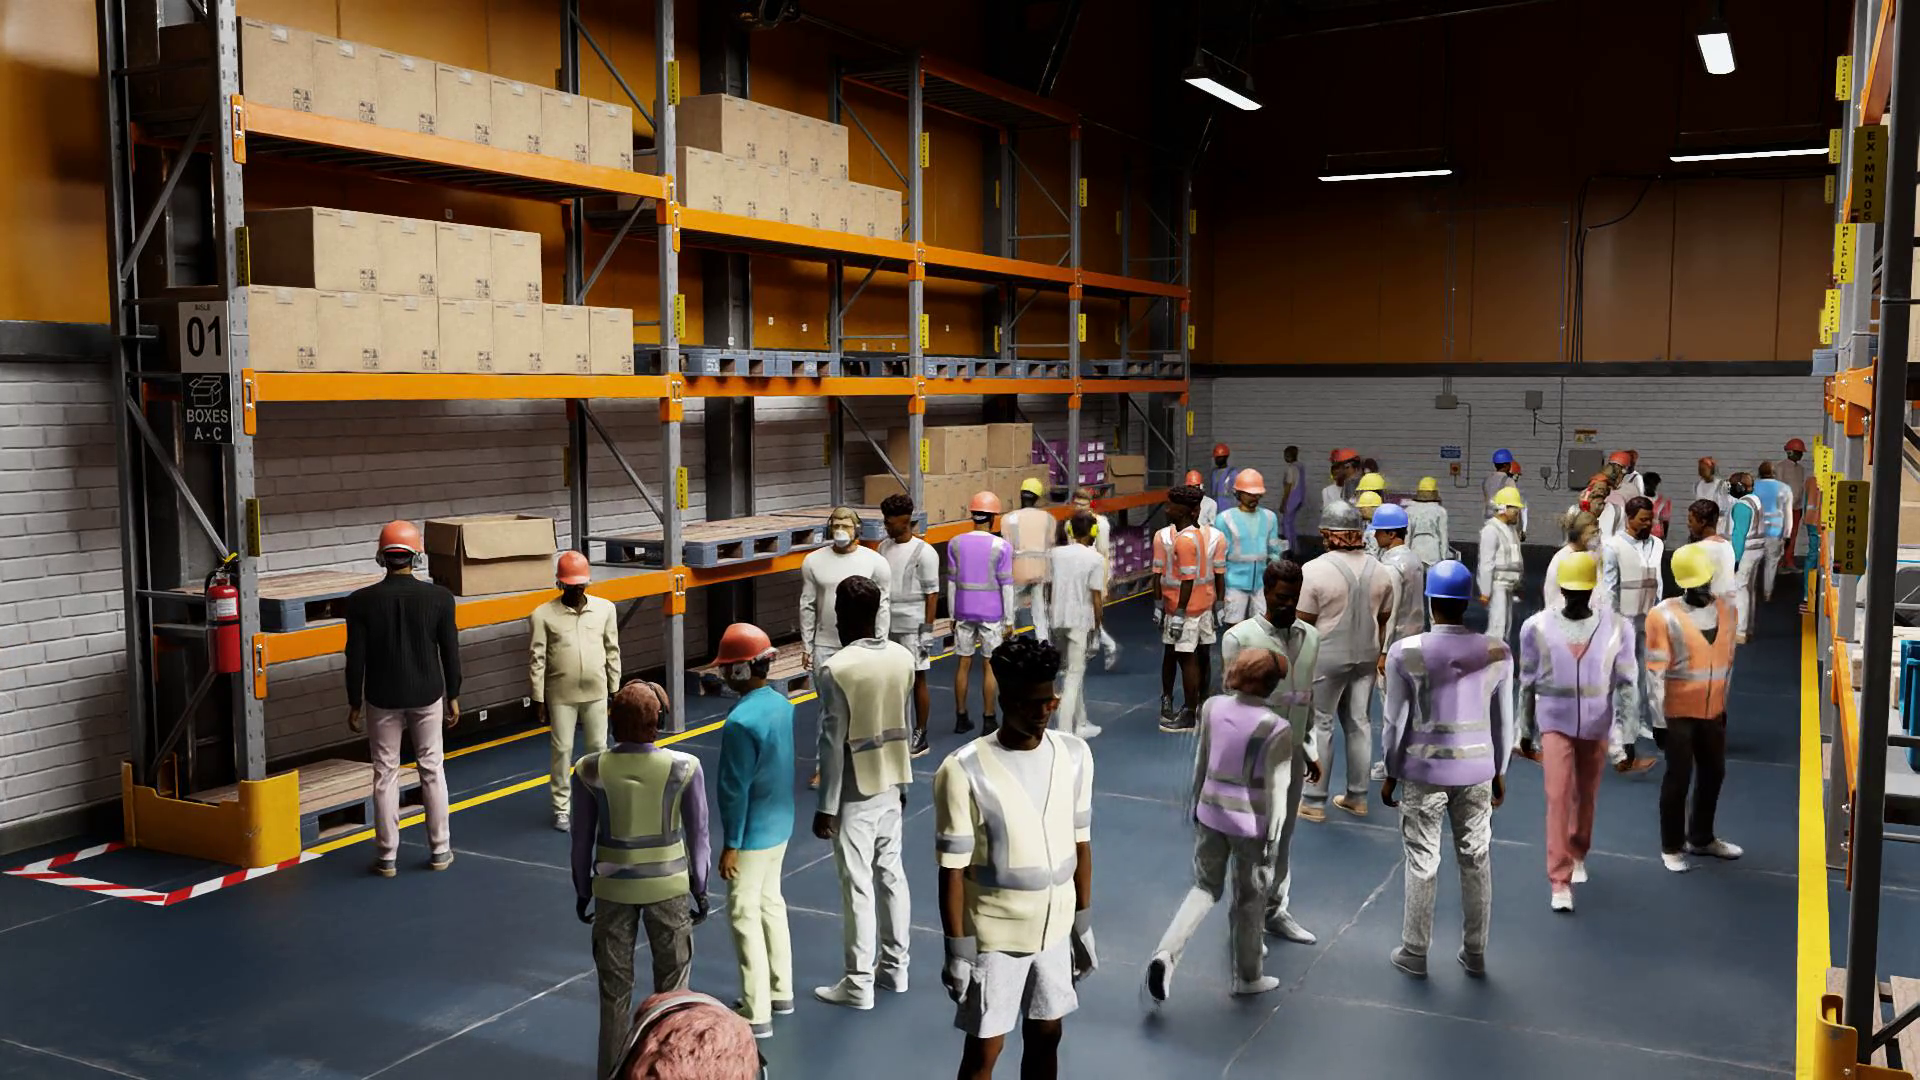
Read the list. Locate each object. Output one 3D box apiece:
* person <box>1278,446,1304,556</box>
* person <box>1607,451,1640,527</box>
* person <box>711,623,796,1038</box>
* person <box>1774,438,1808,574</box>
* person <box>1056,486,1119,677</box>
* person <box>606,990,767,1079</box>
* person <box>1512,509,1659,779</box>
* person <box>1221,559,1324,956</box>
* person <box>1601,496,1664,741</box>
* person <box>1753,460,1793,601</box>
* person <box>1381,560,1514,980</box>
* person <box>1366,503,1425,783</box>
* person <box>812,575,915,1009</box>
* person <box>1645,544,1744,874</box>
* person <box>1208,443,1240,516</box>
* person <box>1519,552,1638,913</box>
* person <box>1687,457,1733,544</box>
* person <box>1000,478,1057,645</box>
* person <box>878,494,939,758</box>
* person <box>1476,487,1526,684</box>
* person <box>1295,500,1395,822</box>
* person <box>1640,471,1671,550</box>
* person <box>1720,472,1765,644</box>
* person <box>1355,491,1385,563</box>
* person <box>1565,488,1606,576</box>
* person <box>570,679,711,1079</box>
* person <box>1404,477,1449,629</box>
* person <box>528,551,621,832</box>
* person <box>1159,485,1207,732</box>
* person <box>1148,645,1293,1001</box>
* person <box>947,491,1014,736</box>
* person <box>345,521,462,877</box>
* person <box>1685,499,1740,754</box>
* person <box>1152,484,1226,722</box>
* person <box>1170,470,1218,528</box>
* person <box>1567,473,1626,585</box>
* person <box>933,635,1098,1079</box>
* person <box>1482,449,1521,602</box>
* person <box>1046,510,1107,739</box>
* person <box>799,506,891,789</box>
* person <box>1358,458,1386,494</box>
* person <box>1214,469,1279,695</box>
[{"bbox_3d":[5.239,-0.597,26.385,0.428,1.801,0.595,3,6,31],"label":"person"},{"bbox_3d":[7.680,-0.048,19.504,0.617,1.986,0.408,5,7,43],"label":"person"},{"bbox_3d":[-0.899,1.223,7.131,0.354,1.737,0.575,1,5,15],"label":"person"},{"bbox_3d":[12.115,-0.490,24.265,0.613,1.986,0.407,-3,6,-28],"label":"person"},{"bbox_3d":[1.210,0.394,15.608,0.506,1.819,0.621,-3,6,-33],"label":"person"},{"bbox_3d":[-0.386,1.591,2.384,0.653,1.890,0.401,-4,7,-36],"label":"person"},{"bbox_3d":[4.400,0.722,11.740,1.047,1.876,0.636,4,7,36],"label":"person"},{"bbox_3d":[1.521,1.042,8.149,0.587,1.914,0.391,-3,6,-33],"label":"person"},{"bbox_3d":[5.190,0.608,12.861,0.598,1.908,0.401,-3,6,-28],"label":"person"},{"bbox_3d":[10.124,-0.099,20.942,0.638,1.817,0.774,3,6,29],"label":"person"},{"bbox_3d":[2.254,1.064,7.716,0.612,1.947,0.388,0,5,-2],"label":"person"},{"bbox_3d":[3.017,0.713,11.564,0.415,1.939,0.605,3,6,31],"label":"person"},{"bbox_3d":[-0.407,1.112,7.417,0.377,1.912,0.592,4,6,33],"label":"person"},{"bbox_3d":[4.136,0.946,9.371,0.672,1.877,0.496,-2,6,-17],"label":"person"},{"bbox_3d":[3.799,-0.445,24.096,0.407,1.934,0.552,-5,7,-42],"label":"person"},{"bbox_3d":[3.303,0.990,8.931,0.590,1.883,0.983,1,5,13],"label":"person"},{"bbox_3d":[9.399,-0.110,20.818,0.424,1.866,0.622,-2,6,-16],"label":"person"},{"bbox_3d":[0.624,0.348,15.917,0.604,1.855,0.878,-2,6,-16],"label":"person"},{"bbox_3d":[-0.427,0.630,12.332,0.602,1.958,0.390,5,7,45],"label":"person"},{"bbox_3d":[5.005,0.415,15.410,0.420,1.819,0.602,3,6,32],"label":"person"},{"bbox_3d":[2.385,0.750,10.607,0.681,2.000,0.535,-2,6,-22],"label":"person"},{"bbox_3d":[8.603,-0.030,20.863,0.569,1.678,0.359,2,6,23],"label":"person"},{"bbox_3d":[8.356,0.190,17.787,0.429,1.832,0.630,4,7,36],"label":"person"},{"bbox_3d":[3.994,0.391,16.124,0.344,1.736,0.484,2,6,17],"label":"person"},{"bbox_3d":[5.555,0.453,14.875,0.394,1.839,0.563,1,5,13],"label":"person"},{"bbox_3d":[-1.207,1.348,6.309,0.521,1.638,0.311,0,5,-3],"label":"person"},{"bbox_3d":[5.172,0.167,18.462,0.492,1.742,0.320,3,6,29],"label":"person"},{"bbox_3d":[-2.369,0.930,10.288,0.573,1.738,0.352,-3,6,-29],"label":"person"},{"bbox_3d":[1.779,0.542,13.238,0.367,1.967,0.601,1,5,14],"label":"person"},{"bbox_3d":[1.160,1.262,7.316,0.661,1.612,0.564,-4,7,-40],"label":"person"},{"bbox_3d":[0.167,0.579,13.079,0.549,1.927,0.393,2,6,21],"label":"person"},{"bbox_3d":[-3.140,0.885,9.392,0.622,1.992,0.397,-2,6,-23],"label":"person"},{"bbox_3d":[5.583,0.650,12.411,0.405,1.909,0.597,5,7,42],"label":"person"},{"bbox_3d":[1.868,0.519,13.561,0.603,1.957,0.385,0,5,3],"label":"person"},{"bbox_3d":[2.757,0.050,19.663,0.563,1.752,0.328,1,5,15],"label":"person"},{"bbox_3d":[6.346,0.273,16.613,0.577,1.880,0.352,0,5,5],"label":"person"},{"bbox_3d":[0.190,1.273,5.465,0.599,1.958,0.394,-3,6,-33],"label":"person"},{"bbox_3d":[6.877,-0.186,21.152,0.380,1.951,0.605,-2,6,-22],"label":"person"},{"bbox_3d":[0.895,0.682,12.630,0.507,1.802,0.897,4,7,39],"label":"person"},{"bbox_3d":[-0.787,0.734,11.318,0.630,1.940,0.372,1,5,8],"label":"person"},{"bbox_3d":[6.310,-0.449,25.668,0.499,1.631,0.285,2,6,22],"label":"person"},{"bbox_3d":[2.519,0.390,14.566,0.610,2.034,0.429,-2,6,-20],"label":"person"}]
